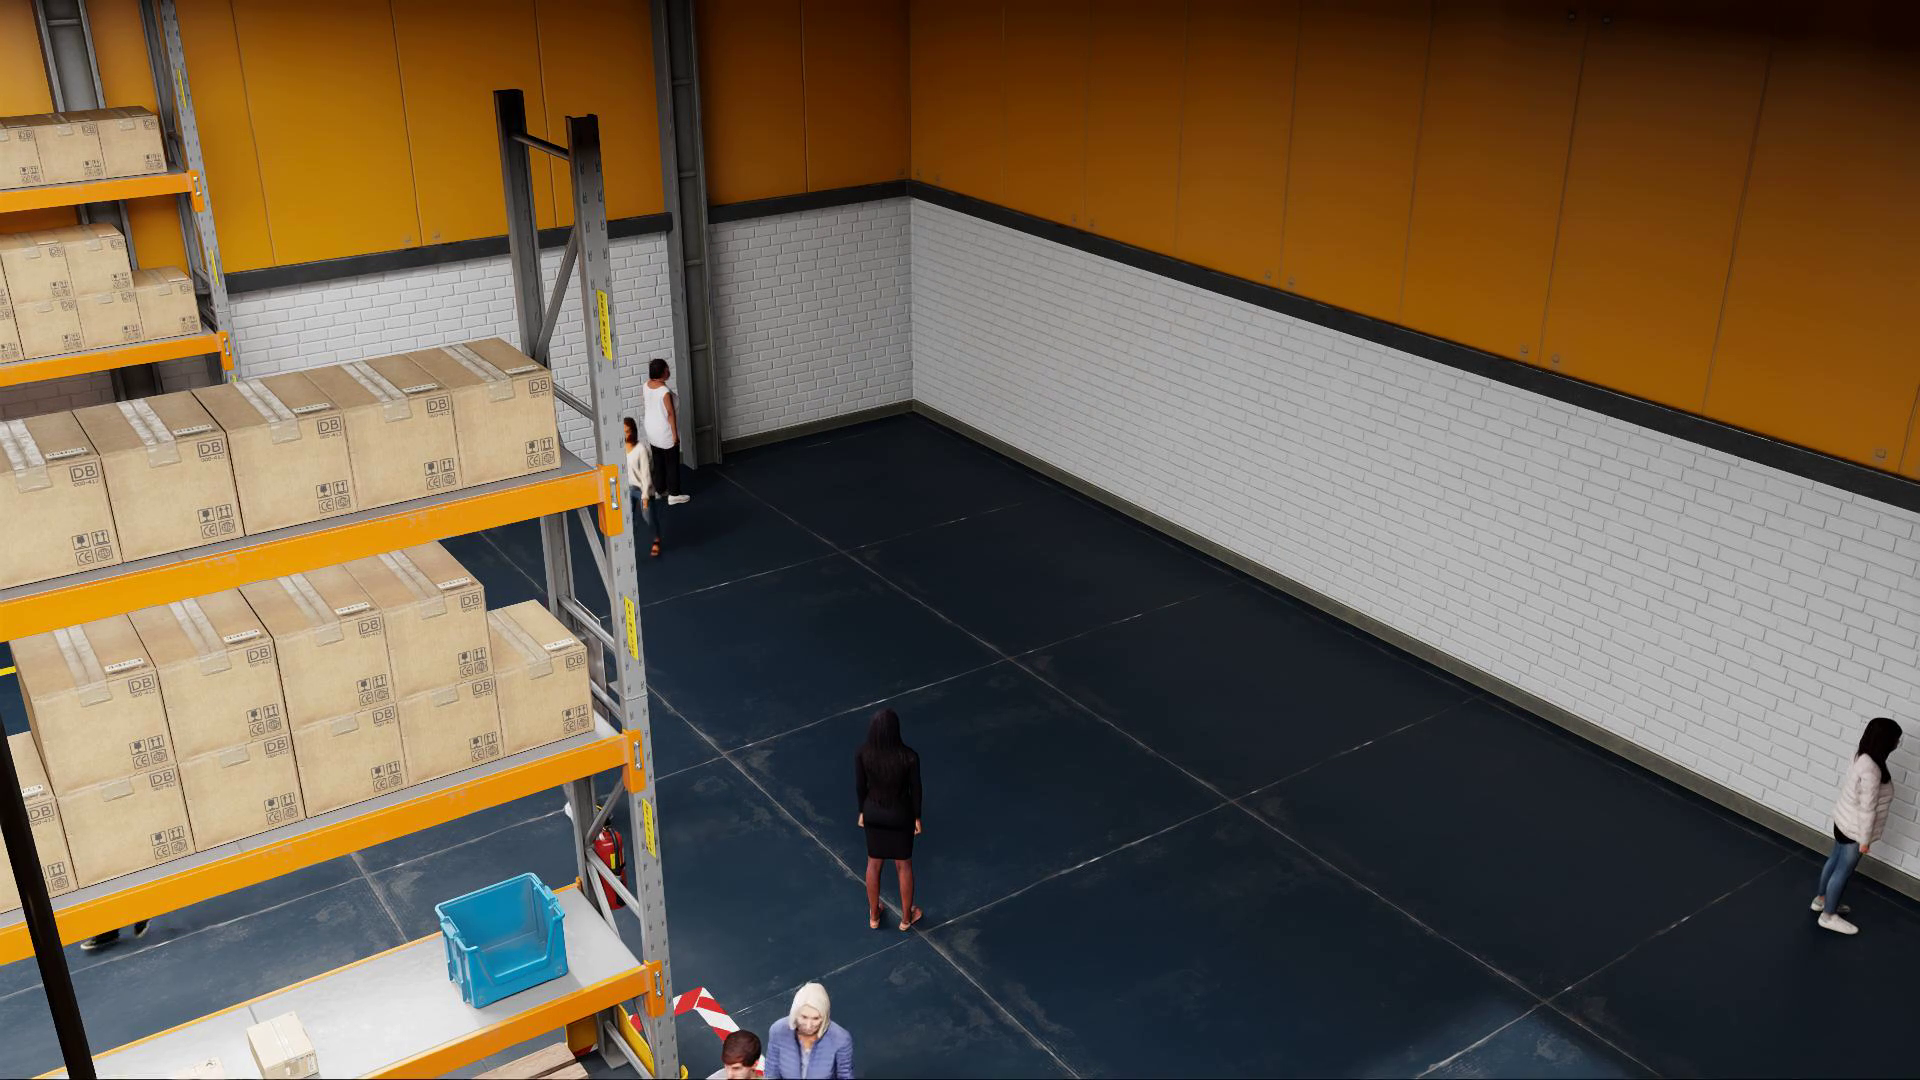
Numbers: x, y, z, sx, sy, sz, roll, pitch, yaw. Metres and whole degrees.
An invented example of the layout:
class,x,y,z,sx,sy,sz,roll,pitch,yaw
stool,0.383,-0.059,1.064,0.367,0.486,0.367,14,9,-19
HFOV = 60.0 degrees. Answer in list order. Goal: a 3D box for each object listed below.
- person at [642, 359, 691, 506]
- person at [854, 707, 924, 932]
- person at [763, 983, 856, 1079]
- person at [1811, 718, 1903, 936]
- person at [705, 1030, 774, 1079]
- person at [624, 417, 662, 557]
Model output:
class,x,y,z,sx,sy,sz,roll,pitch,yaw
person,-3.348,-1.250,18.866,0.652,1.688,0.696,-21,32,-40
person,-0.498,1.926,11.561,0.664,1.720,0.719,4,24,10
person,-0.785,3.031,9.040,1.013,1.715,1.077,6,24,13
person,6.242,1.958,11.592,0.768,1.635,0.689,6,24,14
person,-1.062,3.233,8.415,0.735,1.844,0.760,7,25,16
person,-3.302,-0.501,17.216,1.015,1.637,1.165,8,25,18
